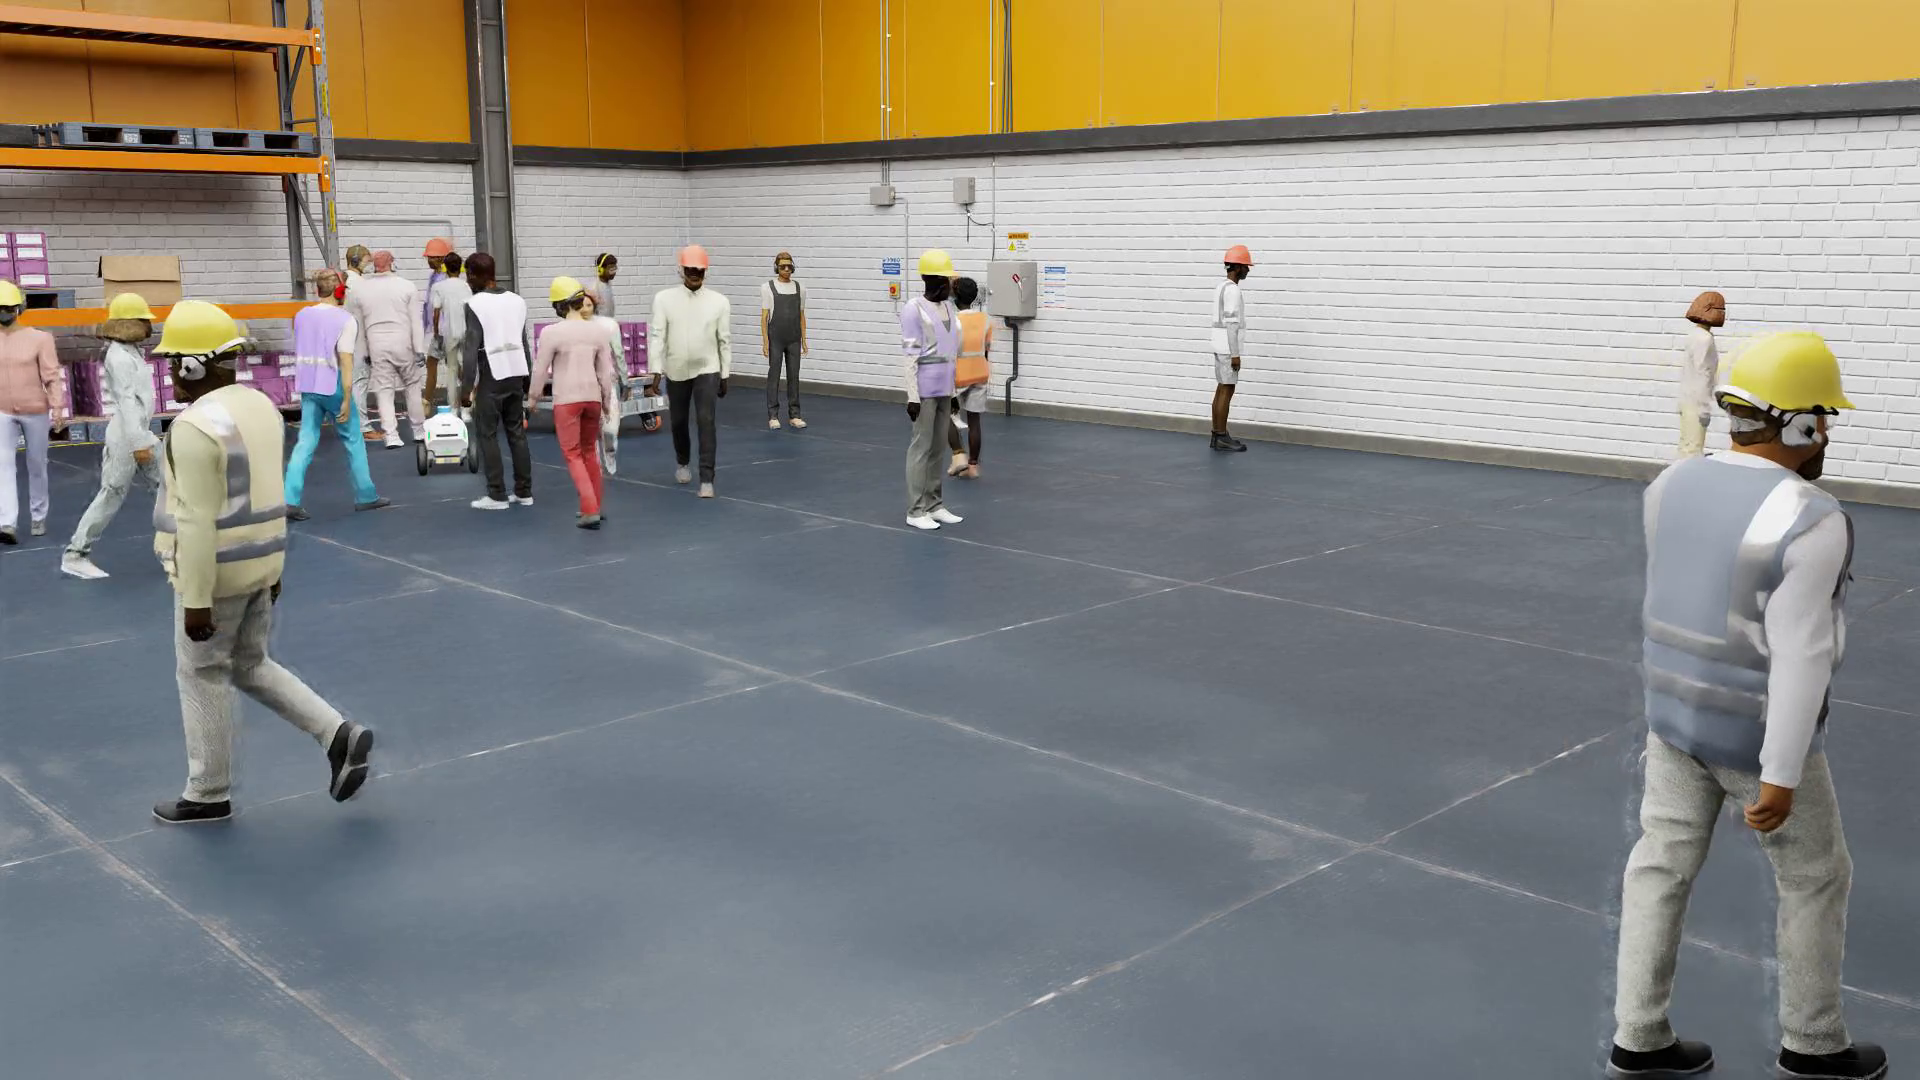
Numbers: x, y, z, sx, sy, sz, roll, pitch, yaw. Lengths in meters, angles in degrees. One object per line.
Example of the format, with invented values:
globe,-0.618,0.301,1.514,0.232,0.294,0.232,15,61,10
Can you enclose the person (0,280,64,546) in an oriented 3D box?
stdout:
person,-6.188,-0.829,10.917,0.549,1.714,0.891,-4,11,-23

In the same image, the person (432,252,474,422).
person,-5.480,-2.222,18.231,0.526,1.832,0.776,-2,11,-11

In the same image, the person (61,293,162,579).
person,-4.903,-0.615,9.865,0.935,1.691,0.492,-2,11,-12

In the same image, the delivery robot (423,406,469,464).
delivery robot,-4.426,-0.909,14.301,0.477,0.478,0.707,-4,11,-19

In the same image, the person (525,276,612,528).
person,-2.670,-0.948,11.536,0.581,1.739,0.541,9,14,42

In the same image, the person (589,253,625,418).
person,-3.964,-2.247,18.373,0.573,1.827,0.588,2,11,11

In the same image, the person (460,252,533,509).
person,-3.388,-1.180,12.386,0.404,1.898,0.738,5,12,27

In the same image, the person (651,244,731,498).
person,-2.115,-1.349,13.134,0.620,1.963,0.923,-1,10,-7

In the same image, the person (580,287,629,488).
person,-2.942,-1.224,13.357,0.552,1.620,0.550,-2,11,-13

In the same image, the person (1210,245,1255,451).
person,2.566,-1.798,15.662,0.389,1.929,0.545,0,10,0

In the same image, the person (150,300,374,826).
person,-2.434,0.096,5.640,0.687,1.813,0.605,1,10,3

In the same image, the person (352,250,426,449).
person,-5.437,-1.833,16.001,0.659,1.867,0.857,-1,10,-4

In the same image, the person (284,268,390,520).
person,-4.554,-1.047,11.943,0.562,1.796,0.968,4,11,19

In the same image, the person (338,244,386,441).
person,-5.938,-1.940,16.420,0.377,1.933,0.628,-6,12,-31

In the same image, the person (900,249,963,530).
person,-0.178,-1.043,11.539,0.373,1.925,0.595,6,12,29

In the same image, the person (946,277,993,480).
person,0.035,-1.334,13.786,0.543,1.679,0.377,-7,13,-34

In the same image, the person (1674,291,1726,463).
person,5.249,-0.944,11.828,0.289,1.632,0.503,3,11,17

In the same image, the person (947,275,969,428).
person,-0.143,-1.989,17.523,0.535,1.620,0.524,5,12,26

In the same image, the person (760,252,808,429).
person,-1.836,-2.087,17.457,0.507,1.846,0.345,-6,12,-28

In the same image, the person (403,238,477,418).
person,-5.813,-2.382,18.727,1.002,1.999,0.609,-6,12,-31

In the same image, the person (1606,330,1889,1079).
person,1.908,0.416,3.923,0.766,1.803,0.598,-4,11,-19
